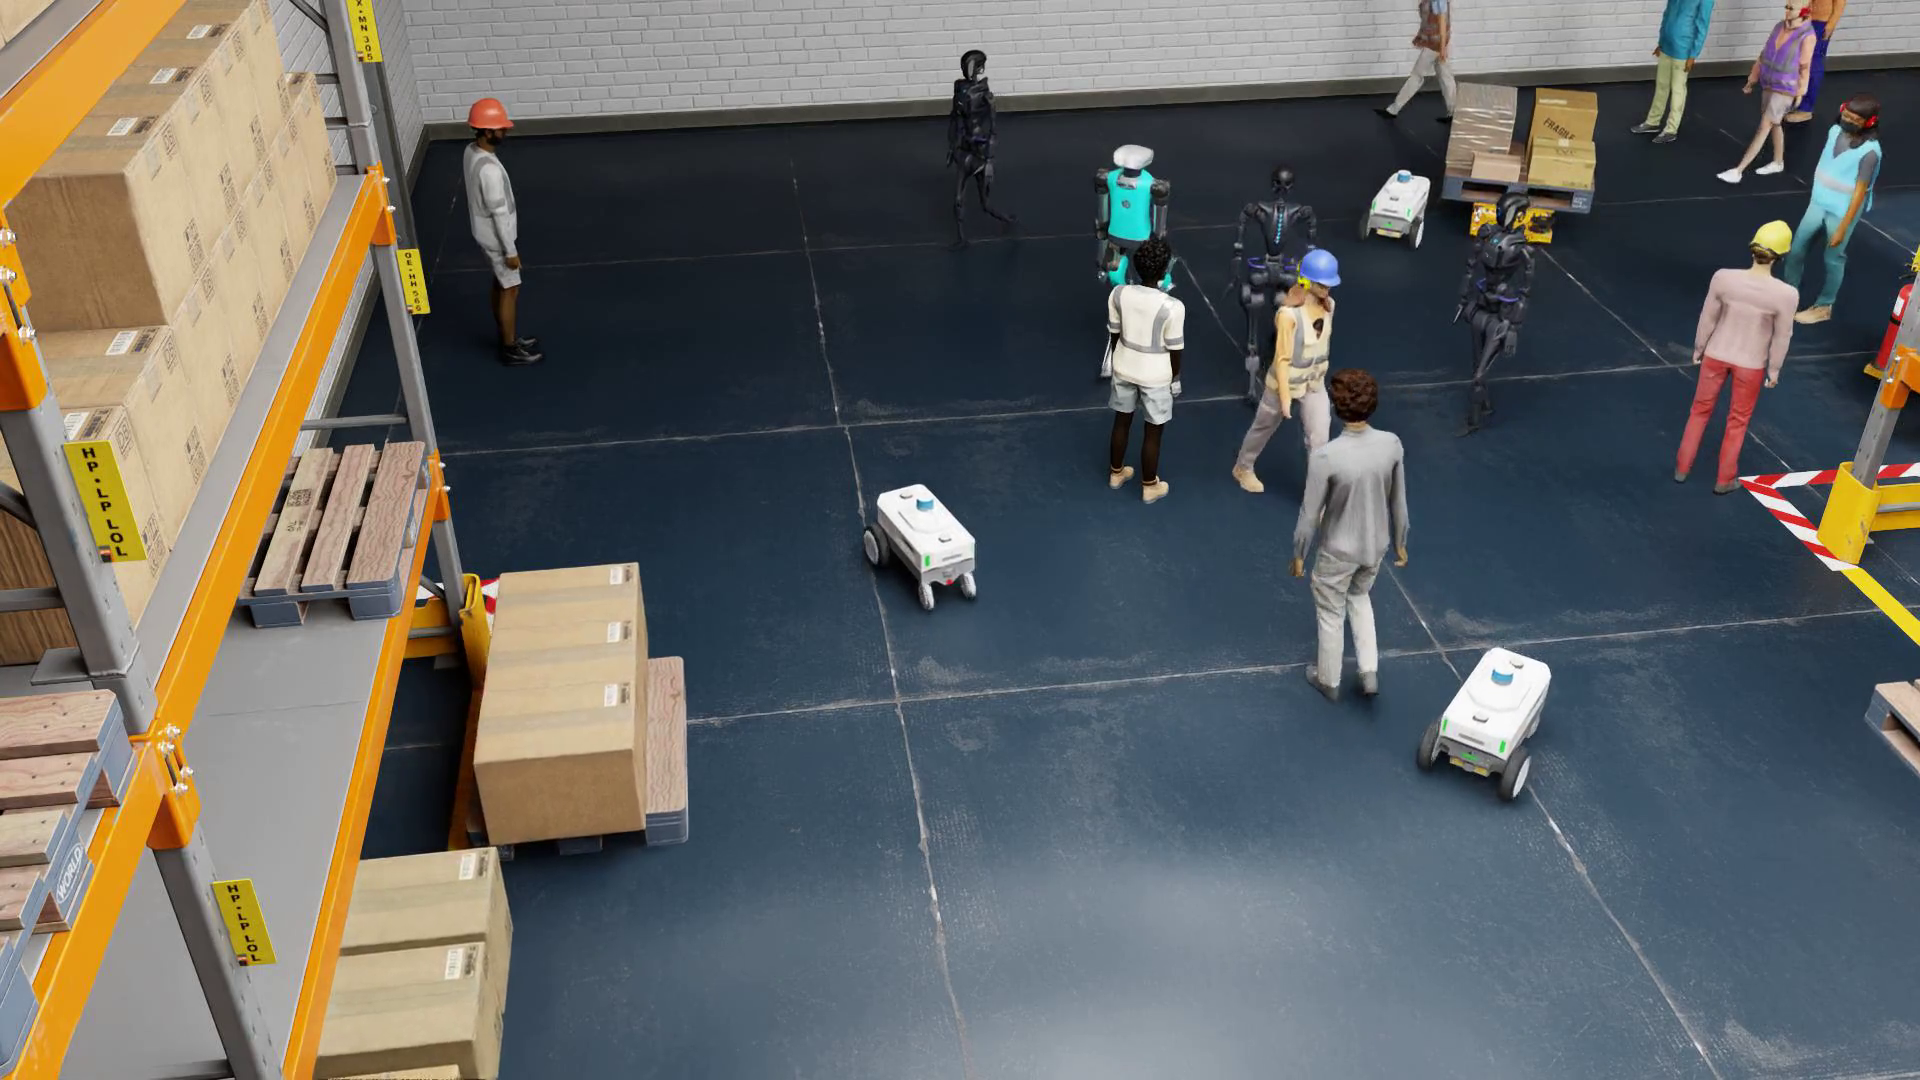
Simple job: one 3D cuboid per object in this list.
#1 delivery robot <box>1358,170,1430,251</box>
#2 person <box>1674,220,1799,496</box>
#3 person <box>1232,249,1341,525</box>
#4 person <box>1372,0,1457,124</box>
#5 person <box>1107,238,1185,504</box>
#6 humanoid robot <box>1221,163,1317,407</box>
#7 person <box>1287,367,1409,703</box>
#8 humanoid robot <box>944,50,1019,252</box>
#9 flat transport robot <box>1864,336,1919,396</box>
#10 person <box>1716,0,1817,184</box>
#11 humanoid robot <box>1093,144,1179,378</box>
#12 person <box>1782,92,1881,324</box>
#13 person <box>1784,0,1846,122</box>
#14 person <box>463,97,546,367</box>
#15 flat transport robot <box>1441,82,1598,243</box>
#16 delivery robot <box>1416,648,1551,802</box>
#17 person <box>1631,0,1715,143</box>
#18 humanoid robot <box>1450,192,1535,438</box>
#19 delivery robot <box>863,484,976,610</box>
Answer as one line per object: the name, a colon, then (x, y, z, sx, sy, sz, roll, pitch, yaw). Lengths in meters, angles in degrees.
delivery robot: (3.649, -2.760, 13.838, 0.499, 0.614, 0.818, 15, 36, 22)
person: (4.762, -1.113, 10.187, 0.531, 1.766, 0.323, 24, 40, 32)
person: (2.019, -0.938, 9.956, 0.460, 1.726, 0.929, -16, 36, -23)
person: (4.487, -4.767, 15.898, 0.874, 1.630, 0.484, 8, 34, 11)
person: (1.118, -1.019, 10.113, 0.531, 1.694, 0.319, 24, 40, 32)
humanoid robot: (2.097, -1.741, 11.279, 0.610, 1.639, 0.745, 1, 33, 1)
person: (1.959, 0.023, 8.350, 0.601, 1.875, 0.460, -10, 34, -15)
humanoid robot: (0.167, -3.158, 13.424, 0.656, 1.636, 0.605, -24, 40, -32)
flat transport robot: (7.142, -1.091, 11.525, 0.659, 0.231, 1.431, -28, 42, -36)
person: (7.166, -3.978, 14.684, 0.824, 1.648, 0.497, -9, 34, -13)
humanoid robot: (1.260, -1.981, 11.555, 0.539, 1.733, 0.974, 15, 36, 21)
person: (6.294, -2.360, 12.044, 0.774, 1.821, 0.545, -12, 35, -18)
person: (8.250, -5.050, 16.040, 0.401, 1.973, 0.515, -12, 35, -18)
person: (-3.198, -2.135, 11.611, 0.390, 1.927, 0.548, -16, 36, -23)
flat transport robot: (4.772, -2.940, 14.357, 0.659, 0.231, 1.431, 9, 34, 14)
delivery robot: (2.632, 0.886, 8.239, 0.499, 0.601, 0.775, 21, 38, 28)
person: (6.699, -4.609, 15.558, 0.337, 1.748, 0.562, -9, 34, -13)
humanoid robot: (3.454, -1.478, 10.831, 0.510, 1.643, 0.593, -16, 36, -22)
delivery robot: (-0.213, -0.008, 9.619, 0.499, 0.612, 0.796, -15, 36, -22)
